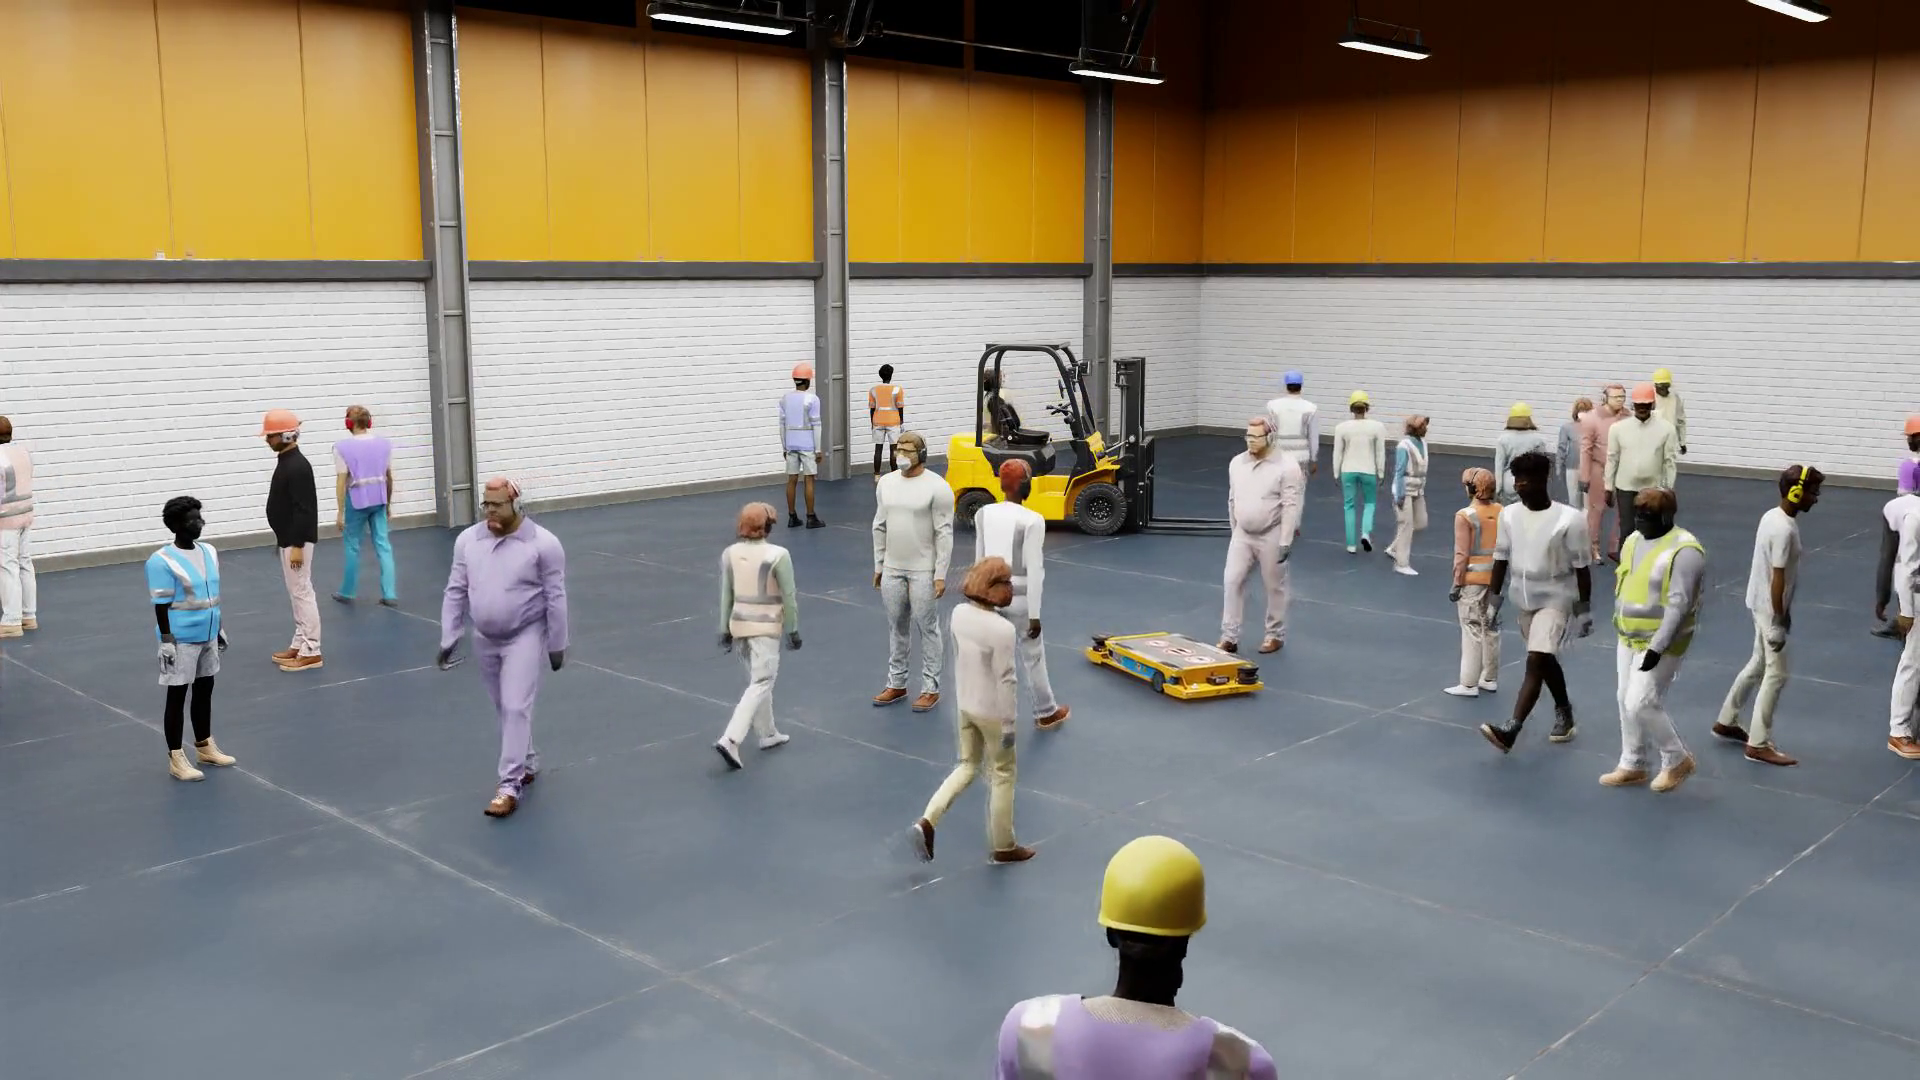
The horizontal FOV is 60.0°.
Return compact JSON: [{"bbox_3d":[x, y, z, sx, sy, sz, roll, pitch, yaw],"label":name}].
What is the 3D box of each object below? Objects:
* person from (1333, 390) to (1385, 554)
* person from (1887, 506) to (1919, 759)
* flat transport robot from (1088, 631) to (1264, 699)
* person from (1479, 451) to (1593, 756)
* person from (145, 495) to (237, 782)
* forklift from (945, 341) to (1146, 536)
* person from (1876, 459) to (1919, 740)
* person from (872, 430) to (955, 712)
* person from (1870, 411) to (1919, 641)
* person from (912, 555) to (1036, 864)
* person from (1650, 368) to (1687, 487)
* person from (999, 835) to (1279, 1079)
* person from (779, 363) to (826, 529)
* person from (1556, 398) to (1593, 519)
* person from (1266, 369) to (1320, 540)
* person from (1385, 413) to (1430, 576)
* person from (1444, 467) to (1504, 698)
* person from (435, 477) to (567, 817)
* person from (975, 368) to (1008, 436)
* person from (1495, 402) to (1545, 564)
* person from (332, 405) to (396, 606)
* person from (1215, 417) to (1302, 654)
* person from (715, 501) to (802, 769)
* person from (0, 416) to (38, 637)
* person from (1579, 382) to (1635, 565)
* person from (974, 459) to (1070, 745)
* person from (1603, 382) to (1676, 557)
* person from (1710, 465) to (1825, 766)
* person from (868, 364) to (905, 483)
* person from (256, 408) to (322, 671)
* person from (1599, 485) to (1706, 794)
[{"bbox_3d":[4.239,-0.720,17.702,0.544,1.751,0.363,2,10,13],"label":"person"},{"bbox_3d":[6.080,0.418,10.336,0.585,1.882,0.337,-3,10,-16],"label":"person"},{"bbox_3d":[1.573,0.901,12.314,0.652,0.197,1.431,-4,10,-24],"label":"flat transport robot"},{"bbox_3d":[3.608,0.393,10.460,1.065,1.887,0.614,-7,11,-36],"label":"person"},{"bbox_3d":[-4.597,0.576,9.942,0.318,1.699,0.532,2,10,14],"label":"person"},{"bbox_3d":[0.977,-1.223,19.452,2.313,2.155,1.214,2,9,11],"label":"forklift"},{"bbox_3d":[6.310,0.342,10.854,0.598,1.873,0.957,7,12,37],"label":"person"},{"bbox_3d":[-0.336,0.208,11.463,0.631,1.940,0.372,6,11,31],"label":"person"},{"bbox_3d":[7.734,-0.068,13.281,0.547,1.906,0.843,-4,10,-22],"label":"person"},{"bbox_3d":[0.089,0.873,8.352,0.619,1.615,0.510,-7,12,-37],"label":"person"},{"bbox_3d":[8.732,-1.244,20.746,0.672,1.816,0.406,0,9,1],"label":"person"},{"bbox_3d":[0.369,1.529,3.539,0.594,1.884,0.859,2,9,12],"label":"person"},{"bbox_3d":[-1.848,-1.100,19.483,0.547,1.938,0.377,5,10,27],"label":"person"},{"bbox_3d":[6.844,-0.755,18.348,0.515,1.609,0.658,5,10,26],"label":"person"},{"bbox_3d":[3.687,-0.936,18.519,0.635,1.921,0.568,3,10,18],"label":"person"},{"bbox_3d":[4.435,-0.461,16.531,0.396,1.621,0.531,9,13,43],"label":"person"},{"bbox_3d":[3.669,0.301,11.800,0.515,1.641,0.314,-7,11,-35],"label":"person"},{"bbox_3d":[-2.599,0.589,9.349,0.660,1.871,0.924,3,10,16],"label":"person"},{"bbox_3d":[0.484,-1.237,20.715,0.710,1.817,0.643,0,9,-3],"label":"person"},{"bbox_3d":[5.638,-0.536,16.768,0.508,1.694,0.872,2,10,15],"label":"person"},{"bbox_3d":[-5.402,-0.303,14.997,0.583,1.837,0.596,8,12,40],"label":"person"},{"bbox_3d":[2.298,-0.005,12.966,0.650,1.878,0.821,7,11,36],"label":"person"},{"bbox_3d":[-1.293,0.571,10.245,0.506,1.606,0.760,6,11,34],"label":"person"},{"bbox_3d":[-7.919,-0.121,13.777,0.429,1.844,0.625,-1,9,-4],"label":"person"},{"bbox_3d":[6.652,-0.663,16.960,0.669,1.885,0.591,-1,9,-6],"label":"person"},{"bbox_3d":[0.346,0.388,10.703,0.597,1.829,0.974,8,12,40],"label":"person"},{"bbox_3d":[6.415,-0.508,15.730,0.640,1.974,0.481,3,10,19],"label":"person"},{"bbox_3d":[4.984,0.445,10.291,0.516,1.846,0.698,3,10,19],"label":"person"},{"bbox_3d":[-1.036,-1.634,23.518,0.532,1.694,0.320,3,10,18],"label":"person"},{"bbox_3d":[-5.081,-0.010,12.632,0.397,1.991,0.629,-5,11,-30],"label":"person"},{"bbox_3d":[3.944,0.584,9.515,0.444,1.820,0.639,-2,9,-11],"label":"person"}]
